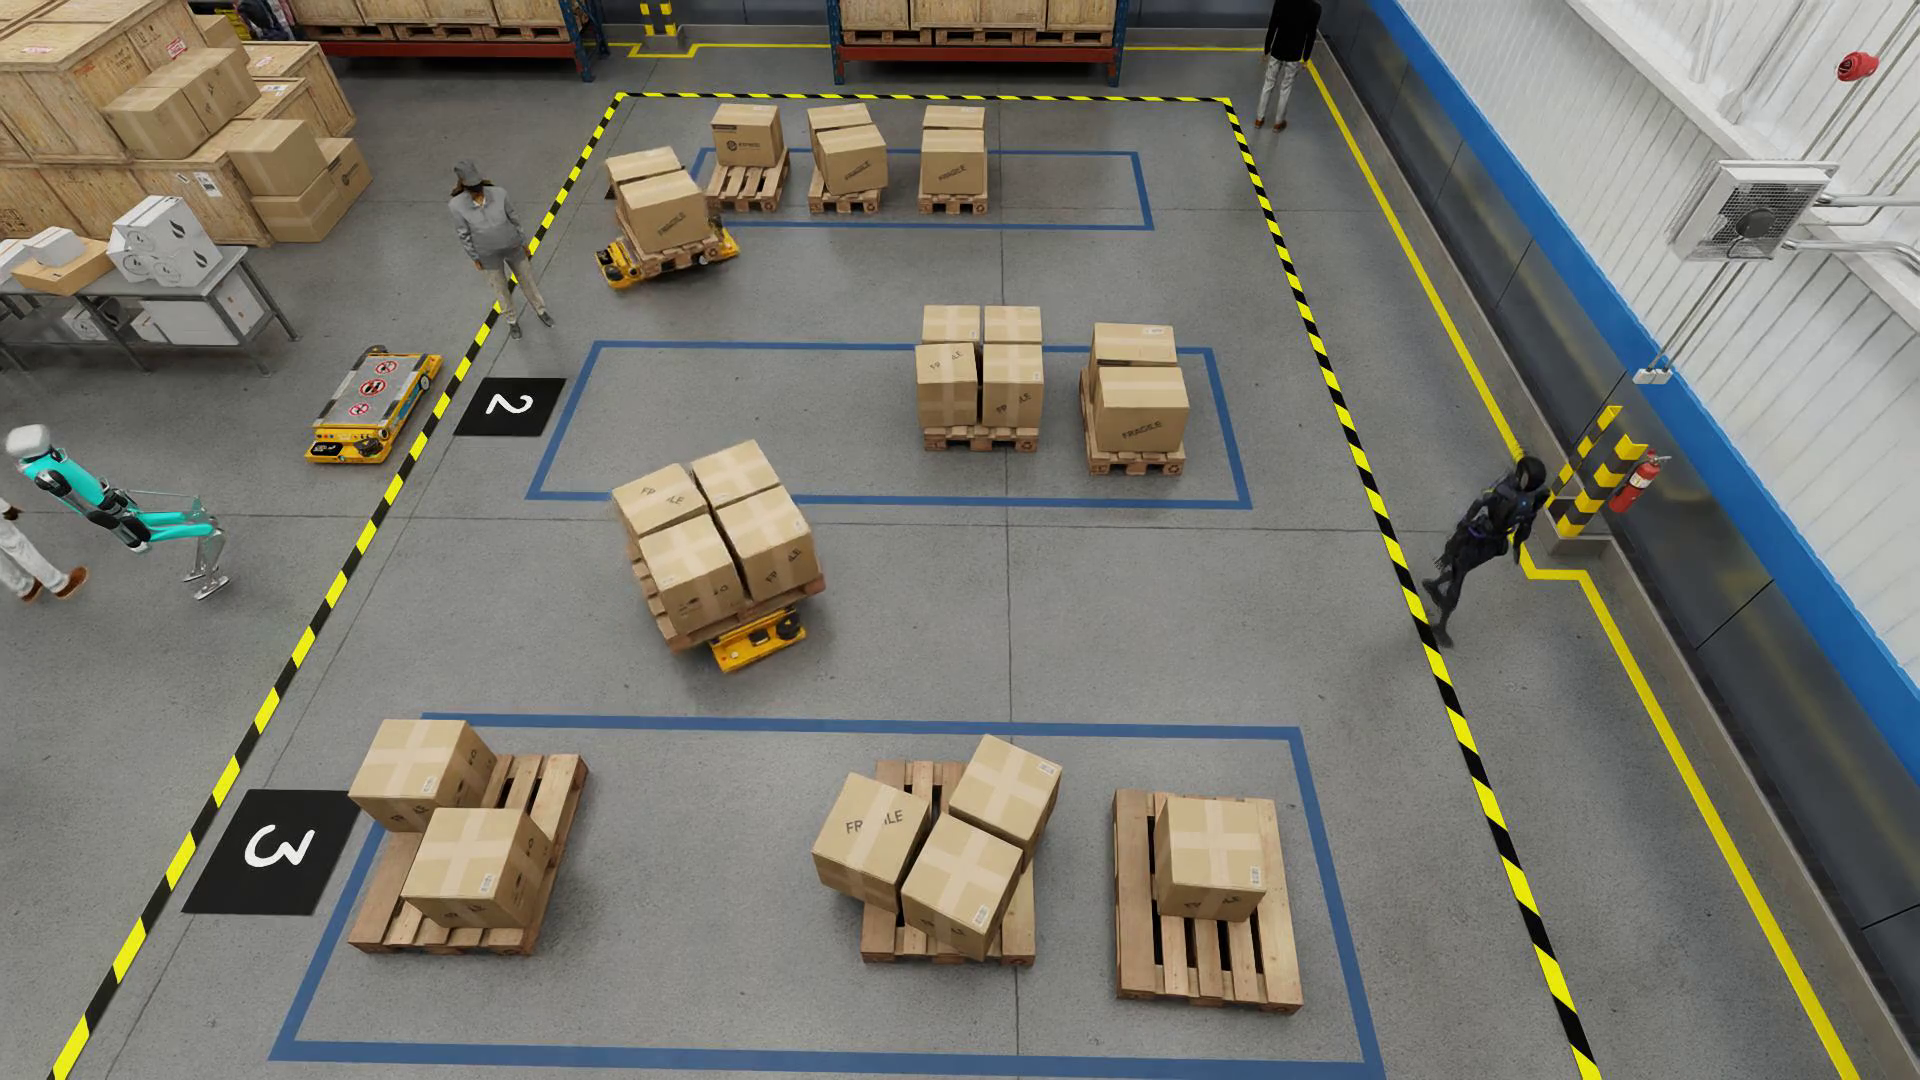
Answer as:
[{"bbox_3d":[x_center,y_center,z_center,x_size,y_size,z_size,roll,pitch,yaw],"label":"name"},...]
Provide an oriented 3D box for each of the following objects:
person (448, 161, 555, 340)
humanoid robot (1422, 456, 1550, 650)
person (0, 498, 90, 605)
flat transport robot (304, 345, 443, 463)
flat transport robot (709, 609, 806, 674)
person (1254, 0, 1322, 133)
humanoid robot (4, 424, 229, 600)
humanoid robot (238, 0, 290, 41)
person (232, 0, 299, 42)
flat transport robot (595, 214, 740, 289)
[{"bbox_3d":[-4.388,-2.762,8.720,0.571,1.768,0.399,-29,55,-22],"label":"person"},{"bbox_3d":[3.694,0.059,6.407,0.584,1.635,0.675,-7,50,-6],"label":"humanoid robot"},{"bbox_3d":[-7.090,-0.213,6.495,0.580,1.878,0.342,-6,50,-5],"label":"person"},{"bbox_3d":[-5.383,-1.269,8.441,0.659,0.231,1.431,1,50,1],"label":"flat transport robot"},{"bbox_3d":[-1.782,0.323,7.075,0.652,0.197,1.431,-24,54,-19],"label":"flat transport robot"},{"bbox_3d":[4.092,-6.097,11.470,0.589,1.880,0.379,22,53,17],"label":"person"},{"bbox_3d":[-5.779,-0.245,6.524,0.735,1.677,0.533,-35,58,-26],"label":"humanoid robot"},{"bbox_3d":[-8.867,-6.402,11.863,0.370,1.649,0.589,2,50,2],"label":"humanoid robot"},{"bbox_3d":[-9.128,-6.826,12.121,0.599,1.826,0.404,-20,53,-16],"label":"person"},{"bbox_3d":[-3.215,-3.189,10.047,1.431,0.197,0.652,-22,53,-18],"label":"flat transport robot"}]
